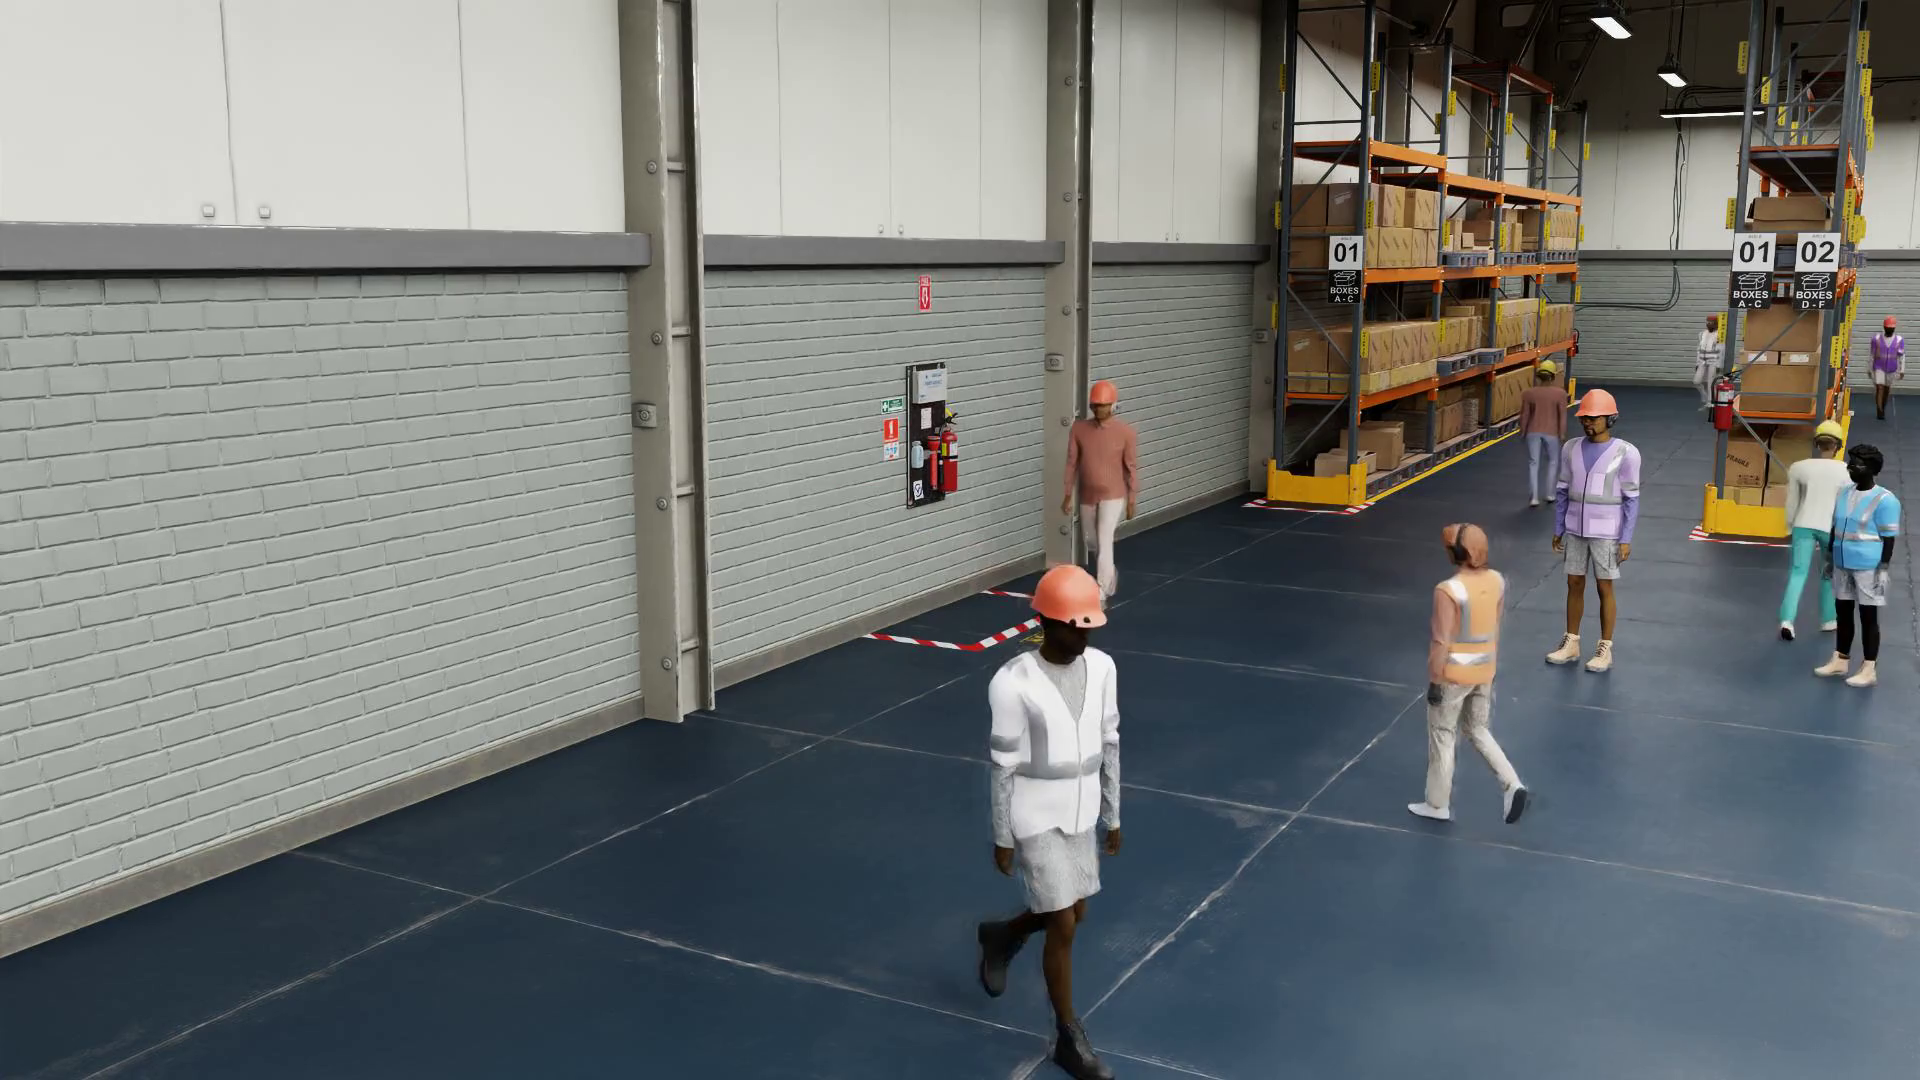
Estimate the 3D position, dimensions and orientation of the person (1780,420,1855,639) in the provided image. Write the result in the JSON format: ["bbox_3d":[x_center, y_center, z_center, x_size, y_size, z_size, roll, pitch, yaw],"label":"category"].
[{"bbox_3d":[6.715,-0.075,13.050,0.524,1.719,0.889,8,13,40],"label":"person"}]

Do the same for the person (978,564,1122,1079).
[{"bbox_3d":[0.308,0.999,6.226,0.545,1.907,0.815,-7,12,-34],"label":"person"}]

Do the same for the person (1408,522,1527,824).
[{"bbox_3d":[2.653,0.713,8.656,0.529,1.619,0.584,-6,12,-33],"label":"person"}]

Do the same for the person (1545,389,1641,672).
[{"bbox_3d":[4.568,-0.069,12.036,0.375,2.042,0.615,-8,12,-39],"label":"person"}]

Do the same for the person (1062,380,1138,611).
[{"bbox_3d":[1.238,-0.405,14.258,0.618,1.964,0.907,5,11,28],"label":"person"}]

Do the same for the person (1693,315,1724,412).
[{"bbox_3d":[14.342,-3.372,31.872,0.421,1.870,0.614,-5,11,-27],"label":"person"}]

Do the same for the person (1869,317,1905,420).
[{"bbox_3d":[17.107,-3.181,30.729,0.563,1.893,1.029,4,10,21],"label":"person"}]

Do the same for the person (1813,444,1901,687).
[{"bbox_3d":[6.286,0.177,11.629,0.325,1.694,0.576,-2,10,-14],"label":"person"}]

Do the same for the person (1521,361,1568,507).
[{"bbox_3d":[7.046,-1.289,20.044,0.547,1.733,0.800,5,11,28],"label":"person"}]
